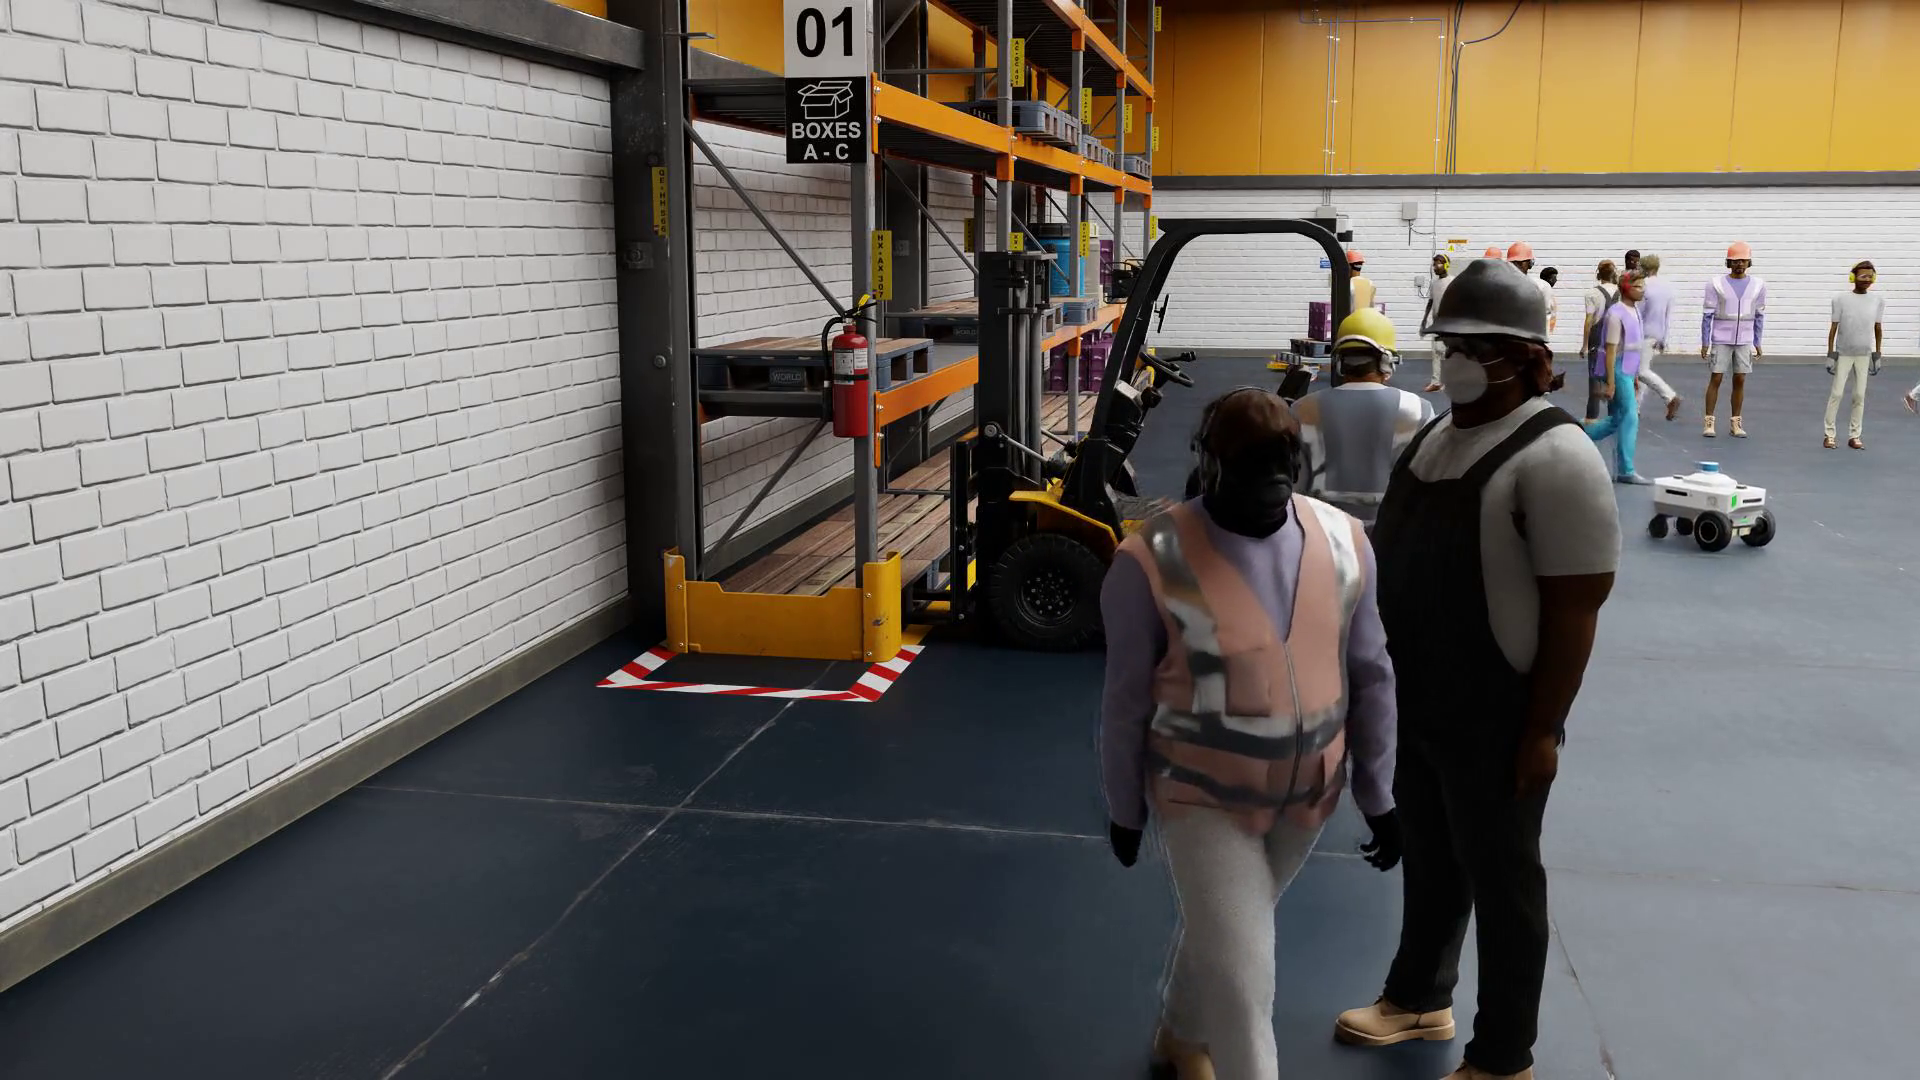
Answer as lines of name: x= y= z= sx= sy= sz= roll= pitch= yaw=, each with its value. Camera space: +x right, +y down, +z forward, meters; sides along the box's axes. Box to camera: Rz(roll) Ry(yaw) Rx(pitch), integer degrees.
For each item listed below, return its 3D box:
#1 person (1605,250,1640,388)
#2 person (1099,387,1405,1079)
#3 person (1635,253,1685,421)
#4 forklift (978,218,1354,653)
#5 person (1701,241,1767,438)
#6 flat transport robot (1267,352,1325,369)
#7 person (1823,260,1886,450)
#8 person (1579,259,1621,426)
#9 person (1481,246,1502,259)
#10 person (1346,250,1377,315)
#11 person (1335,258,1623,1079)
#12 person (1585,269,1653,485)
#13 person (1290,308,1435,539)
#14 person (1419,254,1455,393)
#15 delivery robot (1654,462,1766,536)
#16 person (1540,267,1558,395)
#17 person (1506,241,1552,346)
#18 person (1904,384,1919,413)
person: x=9.064 y=-2.991 z=22.694 sx=0.587 sy=1.914 sz=0.390 roll=-6 pitch=12 yaw=-28
person: x=0.621 y=0.547 z=3.683 sx=0.617 sy=1.790 sz=1.005 roll=-4 pitch=11 yaw=-21
person: x=7.867 y=-2.289 z=18.876 sx=0.643 sy=1.912 sz=0.834 roll=-8 pitch=13 yaw=-38
forklift: x=1.285 y=-0.567 z=8.635 sx=2.313 sy=2.155 sz=1.214 roll=2 pitch=11 yaw=11
person: x=8.059 y=-2.080 z=17.341 sx=0.615 sy=2.042 sz=0.374 roll=2 pitch=10 yaw=9
flat transport robot: x=5.362 y=-2.856 z=26.459 sx=0.652 sy=0.197 sz=1.431 roll=4 pitch=11 yaw=22
person: x=8.818 y=-1.815 z=16.404 sx=0.505 sy=1.864 sz=0.319 roll=2 pitch=10 yaw=9
person: x=7.122 y=-2.174 z=18.410 sx=0.506 sy=1.843 sz=0.350 roll=-1 pitch=10 yaw=-4
person: x=8.002 y=-3.443 z=25.105 sx=0.359 sy=1.938 sz=0.547 roll=2 pitch=11 yaw=13
person: x=4.693 y=-2.488 z=19.894 sx=0.543 sy=1.929 sz=0.372 roll=-6 pitch=12 yaw=-29
person: x=1.191 y=0.352 z=4.017 sx=0.539 sy=2.000 sz=0.689 roll=-3 pitch=11 yaw=-16
person: x=5.572 y=-1.394 z=14.183 sx=0.717 sy=1.824 sz=0.579 roll=7 pitch=12 yaw=32
person: x=1.527 y=0.033 z=6.365 sx=0.587 sy=1.822 sz=0.403 roll=3 pitch=11 yaw=18
person: x=6.482 y=-2.903 z=22.364 sx=0.357 sy=1.863 sz=0.596 roll=-6 pitch=12 yaw=-29
delivery robot: x=5.100 y=-0.287 z=11.339 sx=0.477 sy=0.478 sz=0.707 roll=-5 pitch=11 yaw=-25
person: x=7.745 y=-2.772 z=22.091 sx=0.321 sy=1.694 sz=0.529 roll=5 pitch=11 yaw=24
person: x=5.494 y=-1.916 z=16.444 sx=0.615 sy=2.041 sz=0.386 roll=6 pitch=12 yaw=28
person: x=11.312 y=-2.223 z=19.260 sx=0.527 sy=1.618 sz=0.395 roll=-8 pitch=13 yaw=-39
